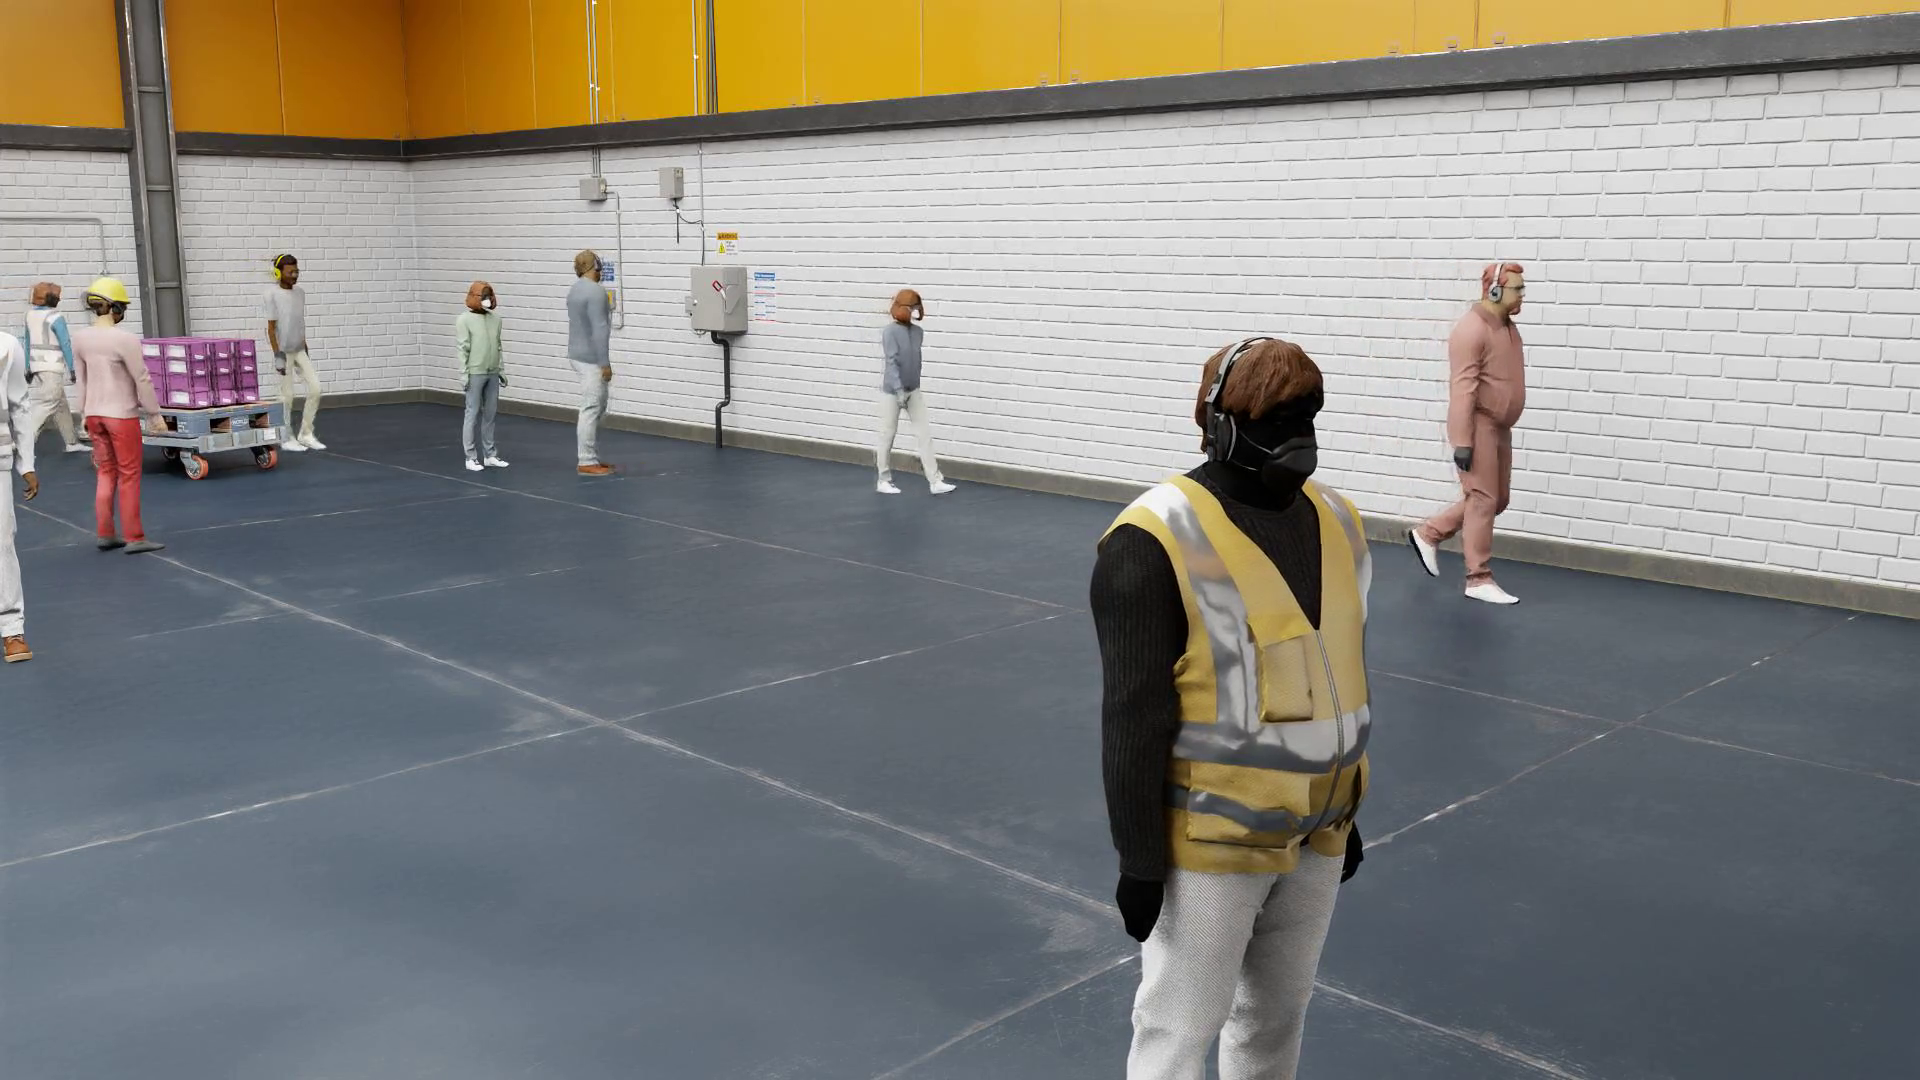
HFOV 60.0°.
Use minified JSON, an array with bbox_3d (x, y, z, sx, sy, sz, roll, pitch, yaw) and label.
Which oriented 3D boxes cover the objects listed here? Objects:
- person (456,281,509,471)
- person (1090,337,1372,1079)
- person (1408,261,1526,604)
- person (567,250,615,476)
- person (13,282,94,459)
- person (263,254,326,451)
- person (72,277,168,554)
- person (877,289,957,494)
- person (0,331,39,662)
[{"bbox_3d":[-4.135,-1.424,14.419,0.271,1.631,0.507,6,12,30],"label":"person"},{"bbox_3d":[0.539,0.544,3.119,0.636,1.842,0.429,-8,13,-36],"label":"person"},{"bbox_3d":[2.853,-0.606,9.284,0.646,1.891,0.657,8,13,39],"label":"person"},{"bbox_3d":[-3.121,-1.472,14.003,0.360,1.904,0.663,-5,11,-24],"label":"person"},{"bbox_3d":[-8.357,-1.553,15.193,0.512,1.606,0.799,6,12,30],"label":"person"},{"bbox_3d":[-6.187,-1.730,15.509,0.572,1.842,0.538,4,11,23],"label":"person"},{"bbox_3d":[-5.334,-0.776,10.560,0.540,1.764,0.359,4,11,22],"label":"person"},{"bbox_3d":[-0.361,-1.124,12.876,0.799,1.599,0.503,9,14,41],"label":"person"},{"bbox_3d":[-4.671,-0.338,7.816,0.587,1.882,0.342,-6,12,-30],"label":"person"}]
